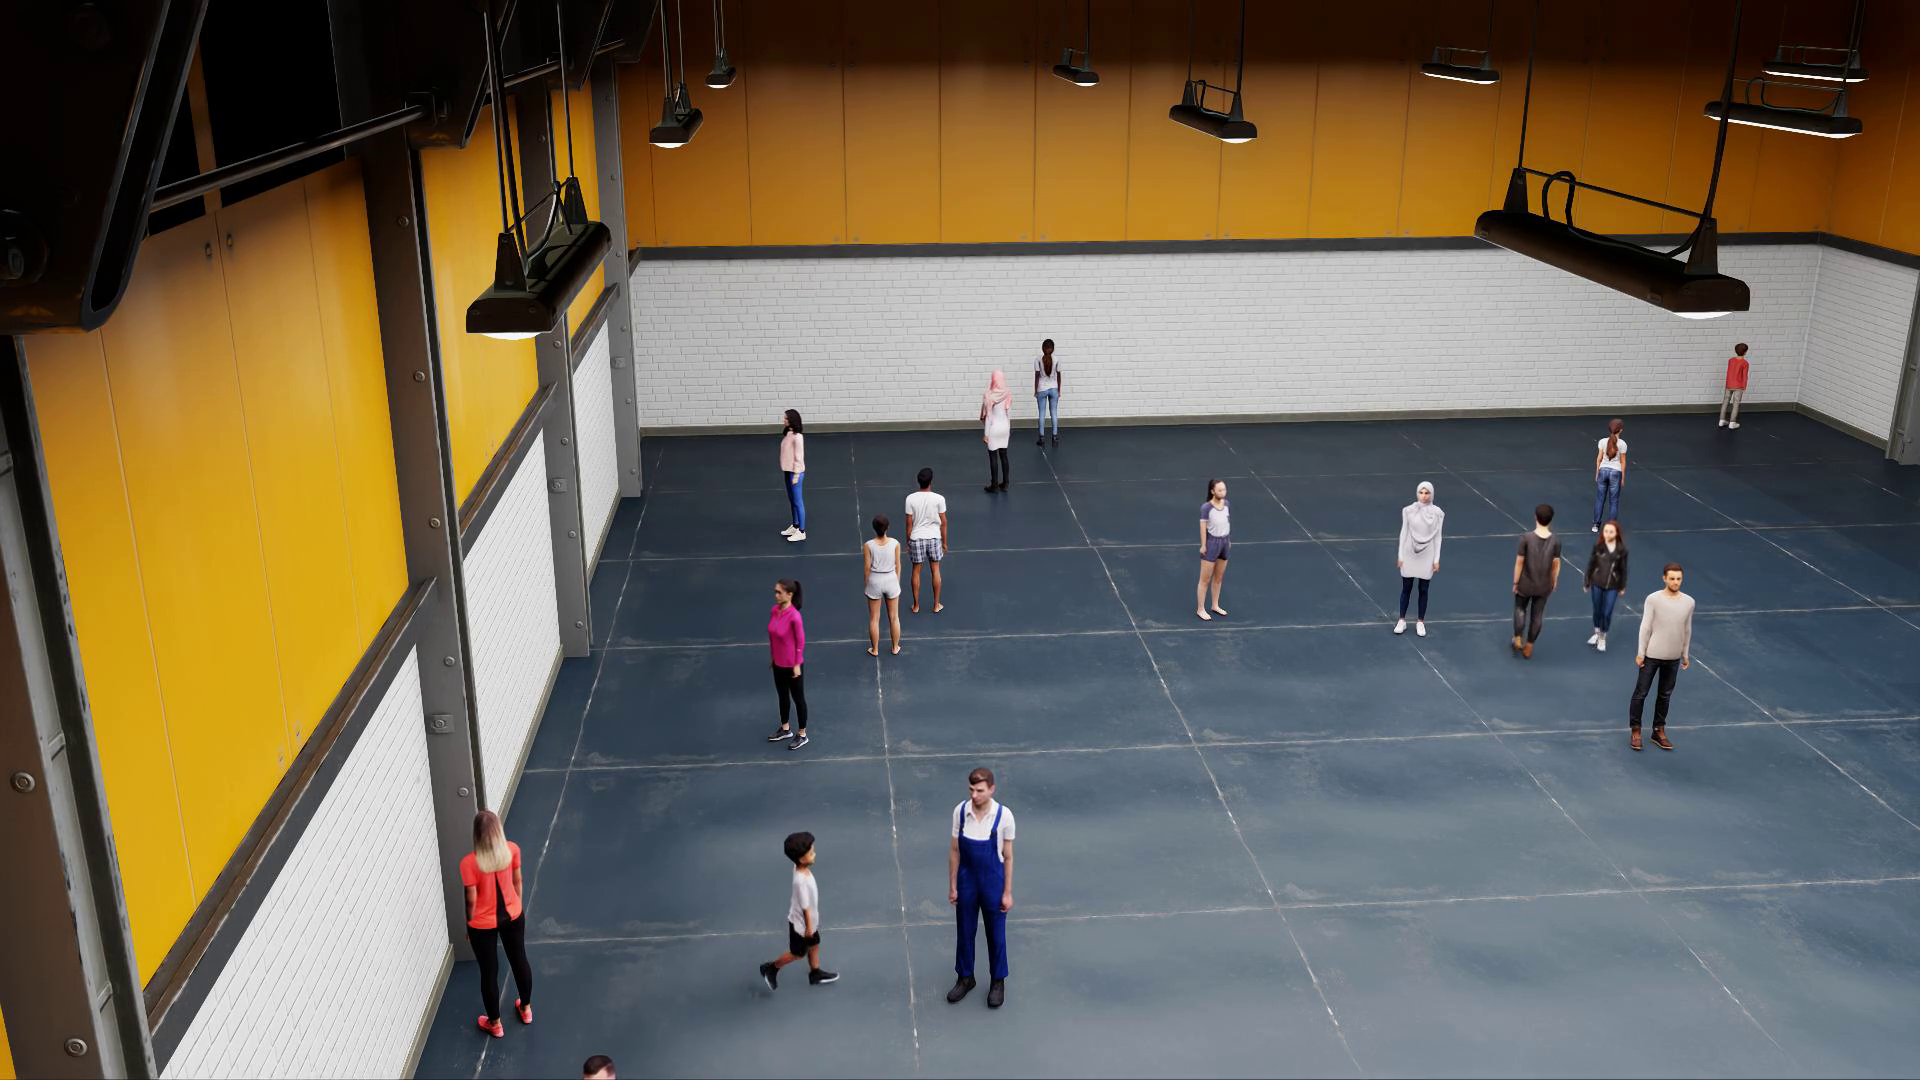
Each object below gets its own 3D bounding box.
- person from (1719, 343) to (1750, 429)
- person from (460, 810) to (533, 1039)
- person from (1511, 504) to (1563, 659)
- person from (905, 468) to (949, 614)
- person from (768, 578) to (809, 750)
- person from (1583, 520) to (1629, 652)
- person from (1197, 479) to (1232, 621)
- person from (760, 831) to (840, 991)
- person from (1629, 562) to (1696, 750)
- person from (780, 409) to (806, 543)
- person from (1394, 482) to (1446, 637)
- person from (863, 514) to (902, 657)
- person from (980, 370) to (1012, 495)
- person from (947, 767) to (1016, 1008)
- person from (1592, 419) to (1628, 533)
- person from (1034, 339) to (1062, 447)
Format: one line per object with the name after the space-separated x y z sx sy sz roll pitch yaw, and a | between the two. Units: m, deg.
12.810 -2.565 27.509 0.639 1.415 0.550 -14 23 -36 | person
-3.228 2.650 11.586 0.676 1.694 0.707 -15 24 -38 | person
6.241 0.472 18.049 0.748 1.696 0.815 5 19 15 | person
-0.403 0.005 19.380 0.665 1.733 0.555 1 19 2 | person
-1.644 1.167 15.983 0.676 1.698 0.743 17 25 41 | person
7.164 0.470 18.414 0.749 1.469 0.811 12 22 32 | person
2.939 0.088 19.263 0.673 1.650 0.684 -13 22 -33 | person
-1.196 2.719 12.086 0.549 1.244 0.719 -1 19 -4 | person
6.719 1.095 15.932 0.668 1.868 0.588 0 19 0 | person
-2.184 -0.870 21.922 0.765 1.769 0.589 -7 20 -21 | person
5.168 0.198 18.741 0.678 1.775 0.654 6 19 16 | person
-0.845 0.487 18.146 0.583 1.606 0.563 -3 19 -10 | person
0.540 -1.562 23.922 0.721 1.803 0.738 -12 22 -32 | person
0.164 2.456 11.919 0.708 1.849 0.691 5 19 15 | person
8.699 -0.871 22.247 0.628 1.562 0.687 15 23 37 | person
1.391 -2.351 26.396 0.586 1.719 0.517 -2 19 -6 | person
